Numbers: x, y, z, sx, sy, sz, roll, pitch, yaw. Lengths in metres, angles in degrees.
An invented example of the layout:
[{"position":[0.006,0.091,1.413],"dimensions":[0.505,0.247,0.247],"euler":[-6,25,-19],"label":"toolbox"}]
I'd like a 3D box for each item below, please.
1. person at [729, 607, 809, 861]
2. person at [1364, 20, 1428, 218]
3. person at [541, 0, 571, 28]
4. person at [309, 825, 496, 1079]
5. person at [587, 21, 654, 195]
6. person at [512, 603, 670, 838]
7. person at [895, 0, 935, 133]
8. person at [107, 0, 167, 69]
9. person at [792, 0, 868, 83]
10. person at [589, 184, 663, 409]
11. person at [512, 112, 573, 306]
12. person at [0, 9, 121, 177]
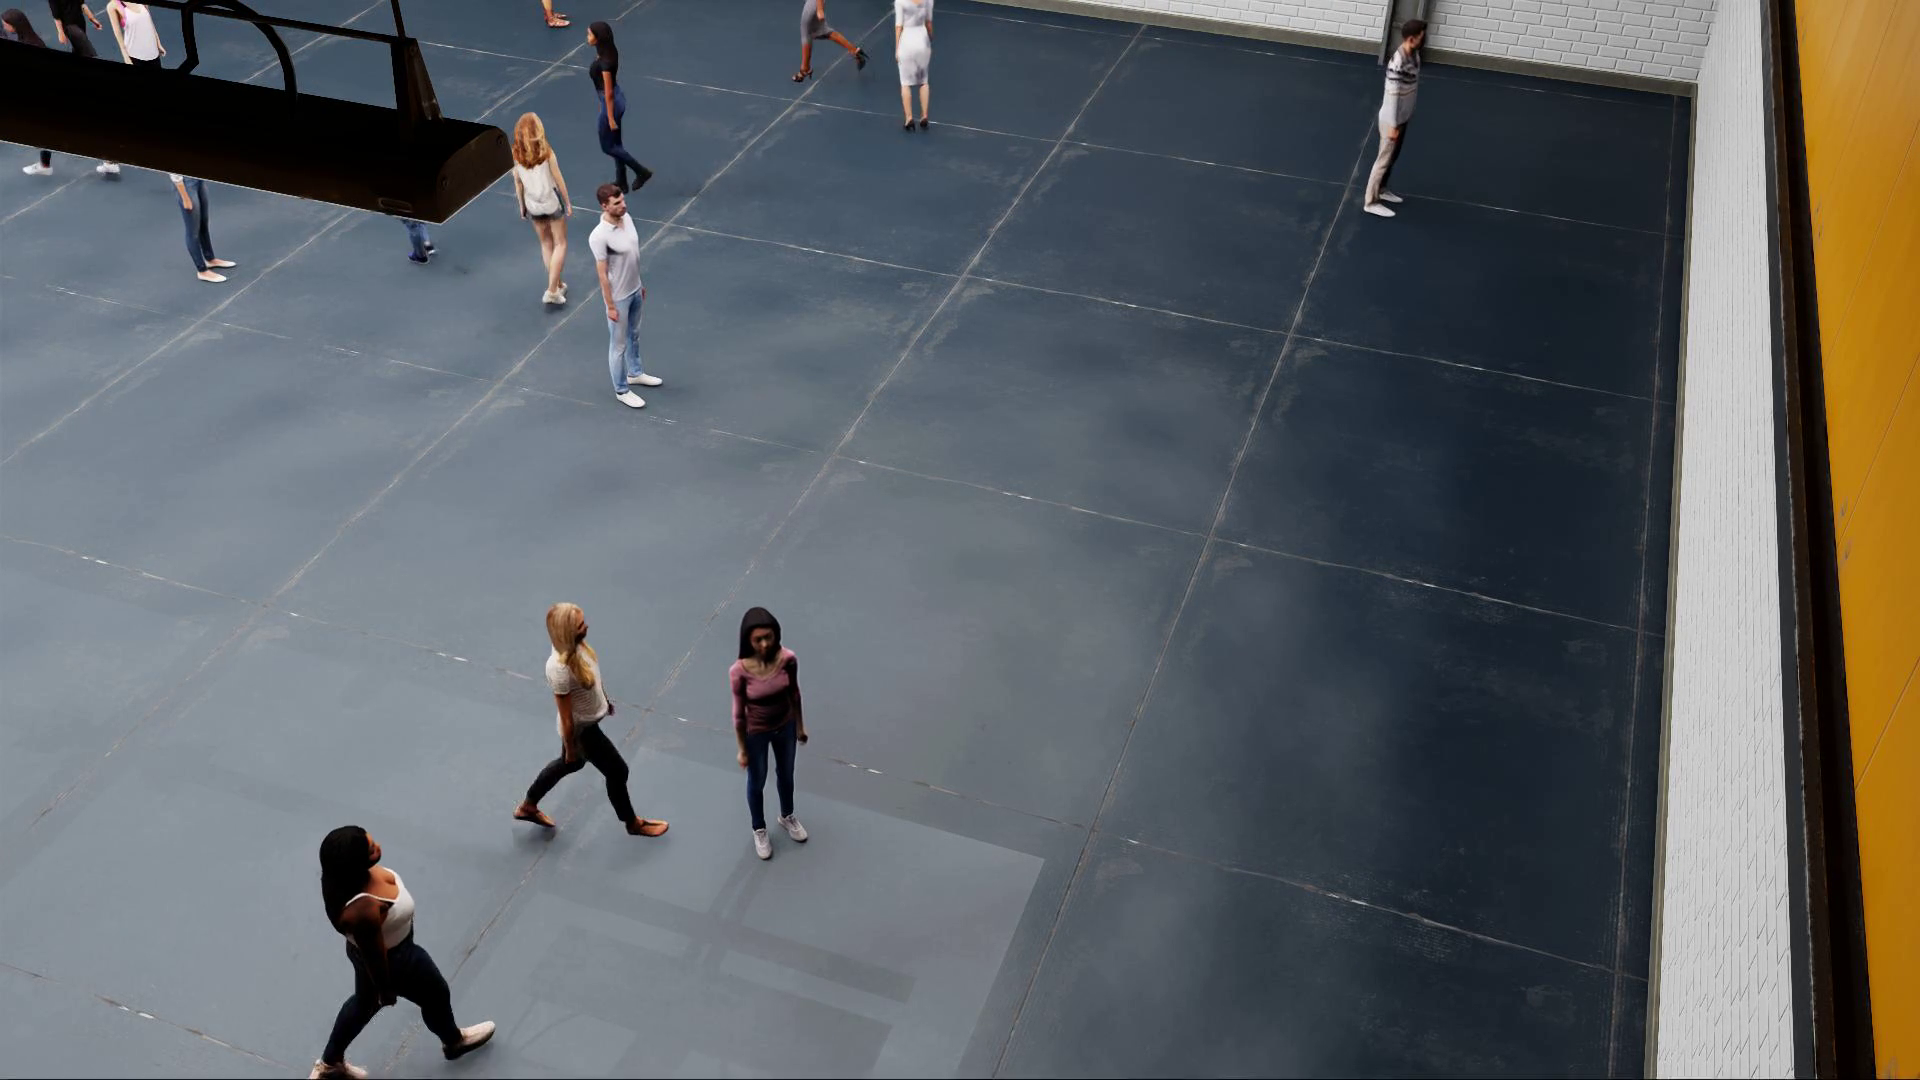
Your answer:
[{"position":[-1.081,1.072,9.396],"dimensions":[0.648,1.742,0.696],"euler":[-19,42,-22],"label":"person"},{"position":[4.081,-3.999,15.653],"dimensions":[0.608,1.857,0.708],"euler":[18,42,21],"label":"person"},{"position":[-4.859,-6.855,19.341],"dimensions":[0.707,1.718,0.671],"euler":[-11,40,-13],"label":"person"},{"position":[-2.906,2.076,8.109],"dimensions":[1.143,1.779,1.159],"euler":[-22,43,-25],"label":"person"},{"position":[-3.239,-4.106,15.893],"dimensions":[0.837,1.726,0.708],"euler":[0,39,0],"label":"person"},{"position":[-2.235,1.058,9.373],"dimensions":[1.201,1.793,0.972],"euler":[-6,39,-8],"label":"person"},{"position":[-0.464,-5.026,17.040],"dimensions":[0.675,1.732,0.741],"euler":[-14,41,-17],"label":"person"},{"position":[-8.292,-4.907,16.846],"dimensions":[0.566,1.787,0.637],"euler":[19,43,23],"label":"person"},{"position":[-1.453,-5.772,17.960],"dimensions":[1.155,1.750,0.892],"euler":[-2,39,-2],"label":"person"},{"position":[-2.665,-1.951,13.095],"dimensions":[0.522,1.851,0.642],"euler":[12,40,15],"label":"person"},{"position":[-3.577,-2.810,14.249],"dimensions":[0.729,1.752,0.755],"euler":[4,39,5],"label":"person"},{"position":[-8.705,-4.269,16.105],"dimensions":[1.231,1.715,0.869],"euler":[3,39,3],"label":"person"}]
